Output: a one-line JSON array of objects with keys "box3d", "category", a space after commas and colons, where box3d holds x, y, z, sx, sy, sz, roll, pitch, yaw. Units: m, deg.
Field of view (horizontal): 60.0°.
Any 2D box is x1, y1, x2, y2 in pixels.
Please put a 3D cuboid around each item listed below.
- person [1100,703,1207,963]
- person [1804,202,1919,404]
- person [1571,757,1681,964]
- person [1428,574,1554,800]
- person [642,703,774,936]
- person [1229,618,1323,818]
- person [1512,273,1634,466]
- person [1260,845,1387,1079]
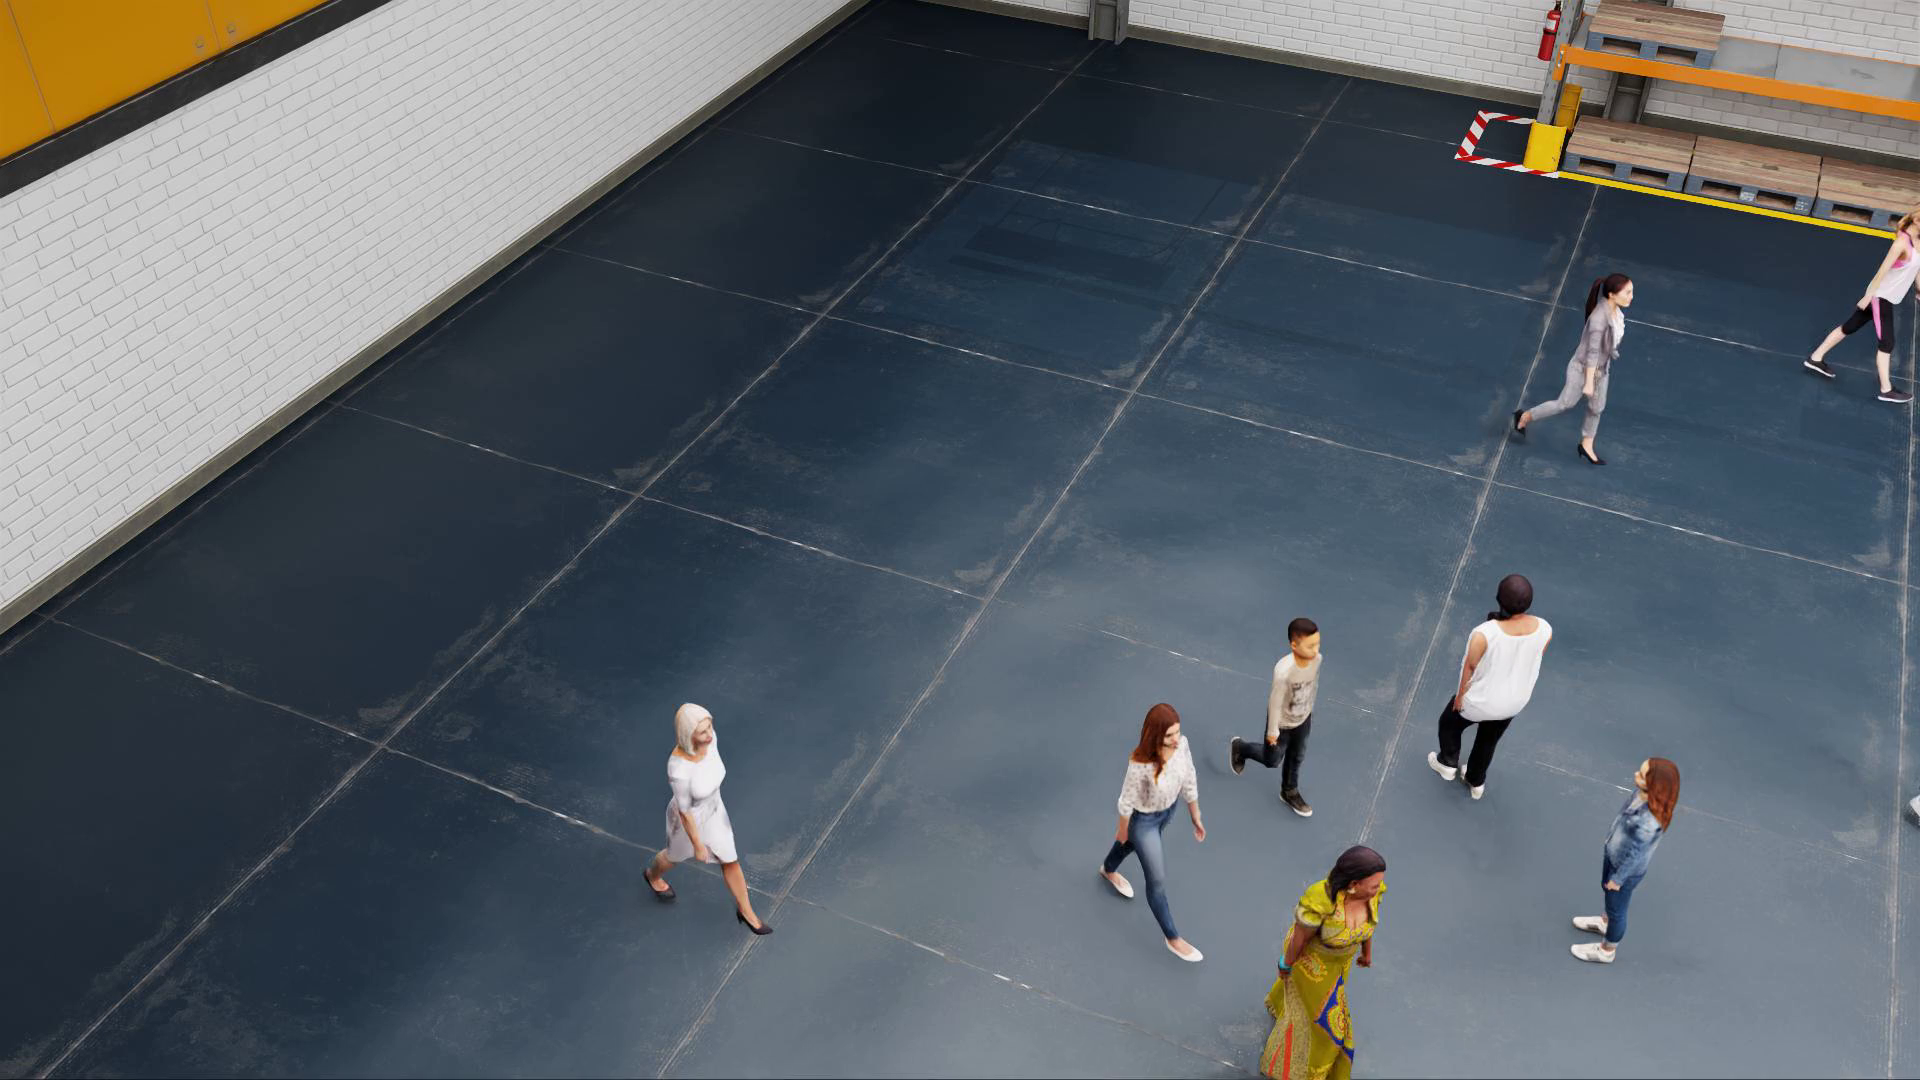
[{"box3d": [1.014, 1.501, 9.329, 0.880, 1.680, 1.189, -30, 47, -32], "category": "person"}, {"box3d": [7.499, -2.025, 13.700, 1.203, 1.735, 0.855, 30, 47, 32], "category": "person"}, {"box3d": [3.701, 1.753, 9.178, 0.557, 1.474, 0.599, 9, 39, 11], "category": "person"}, {"box3d": [3.219, 0.938, 10.035, 0.794, 1.680, 0.877, -5, 39, -6], "category": "person"}, {"box3d": [-1.546, 1.528, 9.276, 1.092, 1.704, 0.586, 18, 42, 21], "category": "person"}, {"box3d": [1.946, 1.040, 10.091, 0.795, 1.450, 0.932, -24, 44, -27], "category": "person"}, {"box3d": [4.793, -1.350, 12.920, 1.076, 1.653, 0.747, 25, 45, 28], "category": "person"}, {"box3d": [1.810, 2.134, 8.580, 1.061, 1.625, 1.148, -15, 41, -18], "category": "person"}]
